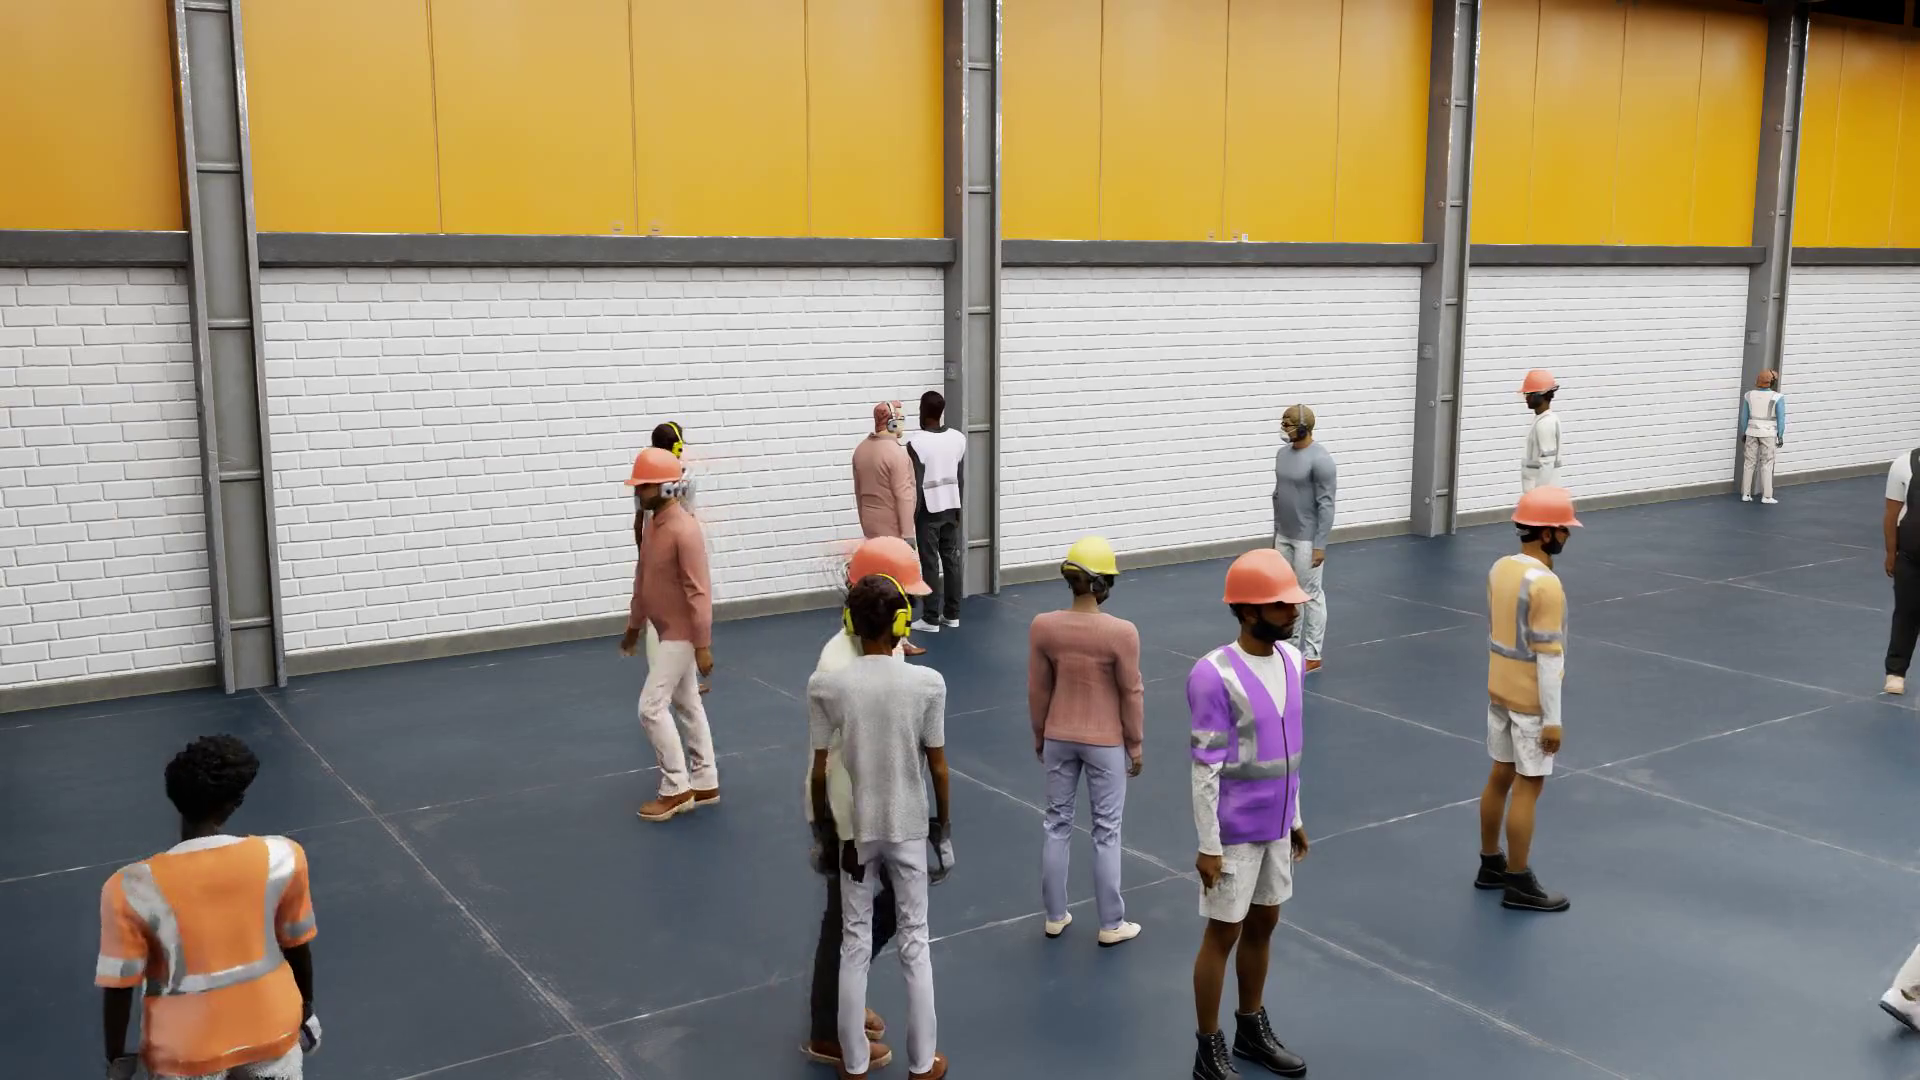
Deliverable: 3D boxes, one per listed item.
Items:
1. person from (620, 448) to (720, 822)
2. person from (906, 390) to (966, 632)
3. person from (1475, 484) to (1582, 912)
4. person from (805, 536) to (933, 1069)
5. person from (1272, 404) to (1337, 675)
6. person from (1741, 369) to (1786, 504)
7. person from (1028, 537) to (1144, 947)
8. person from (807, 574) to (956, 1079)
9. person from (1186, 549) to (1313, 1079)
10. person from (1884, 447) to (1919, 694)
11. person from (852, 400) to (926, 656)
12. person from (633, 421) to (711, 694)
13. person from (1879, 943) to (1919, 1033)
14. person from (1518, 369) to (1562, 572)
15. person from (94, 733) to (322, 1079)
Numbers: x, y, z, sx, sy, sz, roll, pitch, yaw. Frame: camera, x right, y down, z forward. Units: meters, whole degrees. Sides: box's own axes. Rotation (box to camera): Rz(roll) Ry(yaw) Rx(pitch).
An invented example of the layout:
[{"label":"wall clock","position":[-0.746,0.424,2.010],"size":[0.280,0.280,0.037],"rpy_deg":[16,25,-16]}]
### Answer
[{"label":"person","position":[-1.562,0.494,8.770],"size":[0.655,1.967,0.634],"rpy_deg":[-4,10,-22]},{"label":"person","position":[-0.196,-0.226,13.230],"size":[0.587,1.920,0.391],"rpy_deg":[-9,13,-44]},{"label":"person","position":[2.594,0.707,7.557],"size":[0.368,1.937,0.545],"rpy_deg":[-1,10,-9]},{"label":"person","position":[-0.329,0.949,6.009],"size":[0.500,1.966,0.691],"rpy_deg":[3,10,16]},{"label":"person","position":[2.425,-0.006,11.856],"size":[0.376,1.937,0.629],"rpy_deg":[-4,10,-22]},{"label":"person","position":[9.786,-1.258,20.290],"size":[0.309,1.638,0.522],"rpy_deg":[-8,12,-38]},{"label":"person","position":[0.548,0.864,7.151],"size":[0.523,1.761,0.328],"rpy_deg":[5,11,28]},{"label":"person","position":[-0.274,1.034,5.812],"size":[0.518,1.865,0.326],"rpy_deg":[0,9,3]},{"label":"person","position":[1.034,0.988,5.851],"size":[0.551,1.942,0.344],"rpy_deg":[-8,13,-41]},{"label":"person","position":[6.554,0.062,11.134],"size":[0.690,2.000,0.538],"rpy_deg":[6,11,31]},{"label":"person","position":[-0.521,-0.088,12.439],"size":[0.406,1.911,0.638],"rpy_deg":[-7,12,-35]},{"label":"person","position":[-1.957,0.134,11.222],"size":[0.517,1.870,0.314],"rpy_deg":[4,10,22]},{"label":"person","position":[3.896,1.107,6.165],"size":[0.818,1.601,0.514],"rpy_deg":[-1,9,-7]},{"label":"person","position":[4.854,-0.413,13.999],"size":[0.394,2.040,0.610],"rpy_deg":[3,10,20]},{"label":"person","position":[-2.016,1.362,4.408],"size":[0.664,1.668,0.348],"rpy_deg":[-9,13,-42]}]
